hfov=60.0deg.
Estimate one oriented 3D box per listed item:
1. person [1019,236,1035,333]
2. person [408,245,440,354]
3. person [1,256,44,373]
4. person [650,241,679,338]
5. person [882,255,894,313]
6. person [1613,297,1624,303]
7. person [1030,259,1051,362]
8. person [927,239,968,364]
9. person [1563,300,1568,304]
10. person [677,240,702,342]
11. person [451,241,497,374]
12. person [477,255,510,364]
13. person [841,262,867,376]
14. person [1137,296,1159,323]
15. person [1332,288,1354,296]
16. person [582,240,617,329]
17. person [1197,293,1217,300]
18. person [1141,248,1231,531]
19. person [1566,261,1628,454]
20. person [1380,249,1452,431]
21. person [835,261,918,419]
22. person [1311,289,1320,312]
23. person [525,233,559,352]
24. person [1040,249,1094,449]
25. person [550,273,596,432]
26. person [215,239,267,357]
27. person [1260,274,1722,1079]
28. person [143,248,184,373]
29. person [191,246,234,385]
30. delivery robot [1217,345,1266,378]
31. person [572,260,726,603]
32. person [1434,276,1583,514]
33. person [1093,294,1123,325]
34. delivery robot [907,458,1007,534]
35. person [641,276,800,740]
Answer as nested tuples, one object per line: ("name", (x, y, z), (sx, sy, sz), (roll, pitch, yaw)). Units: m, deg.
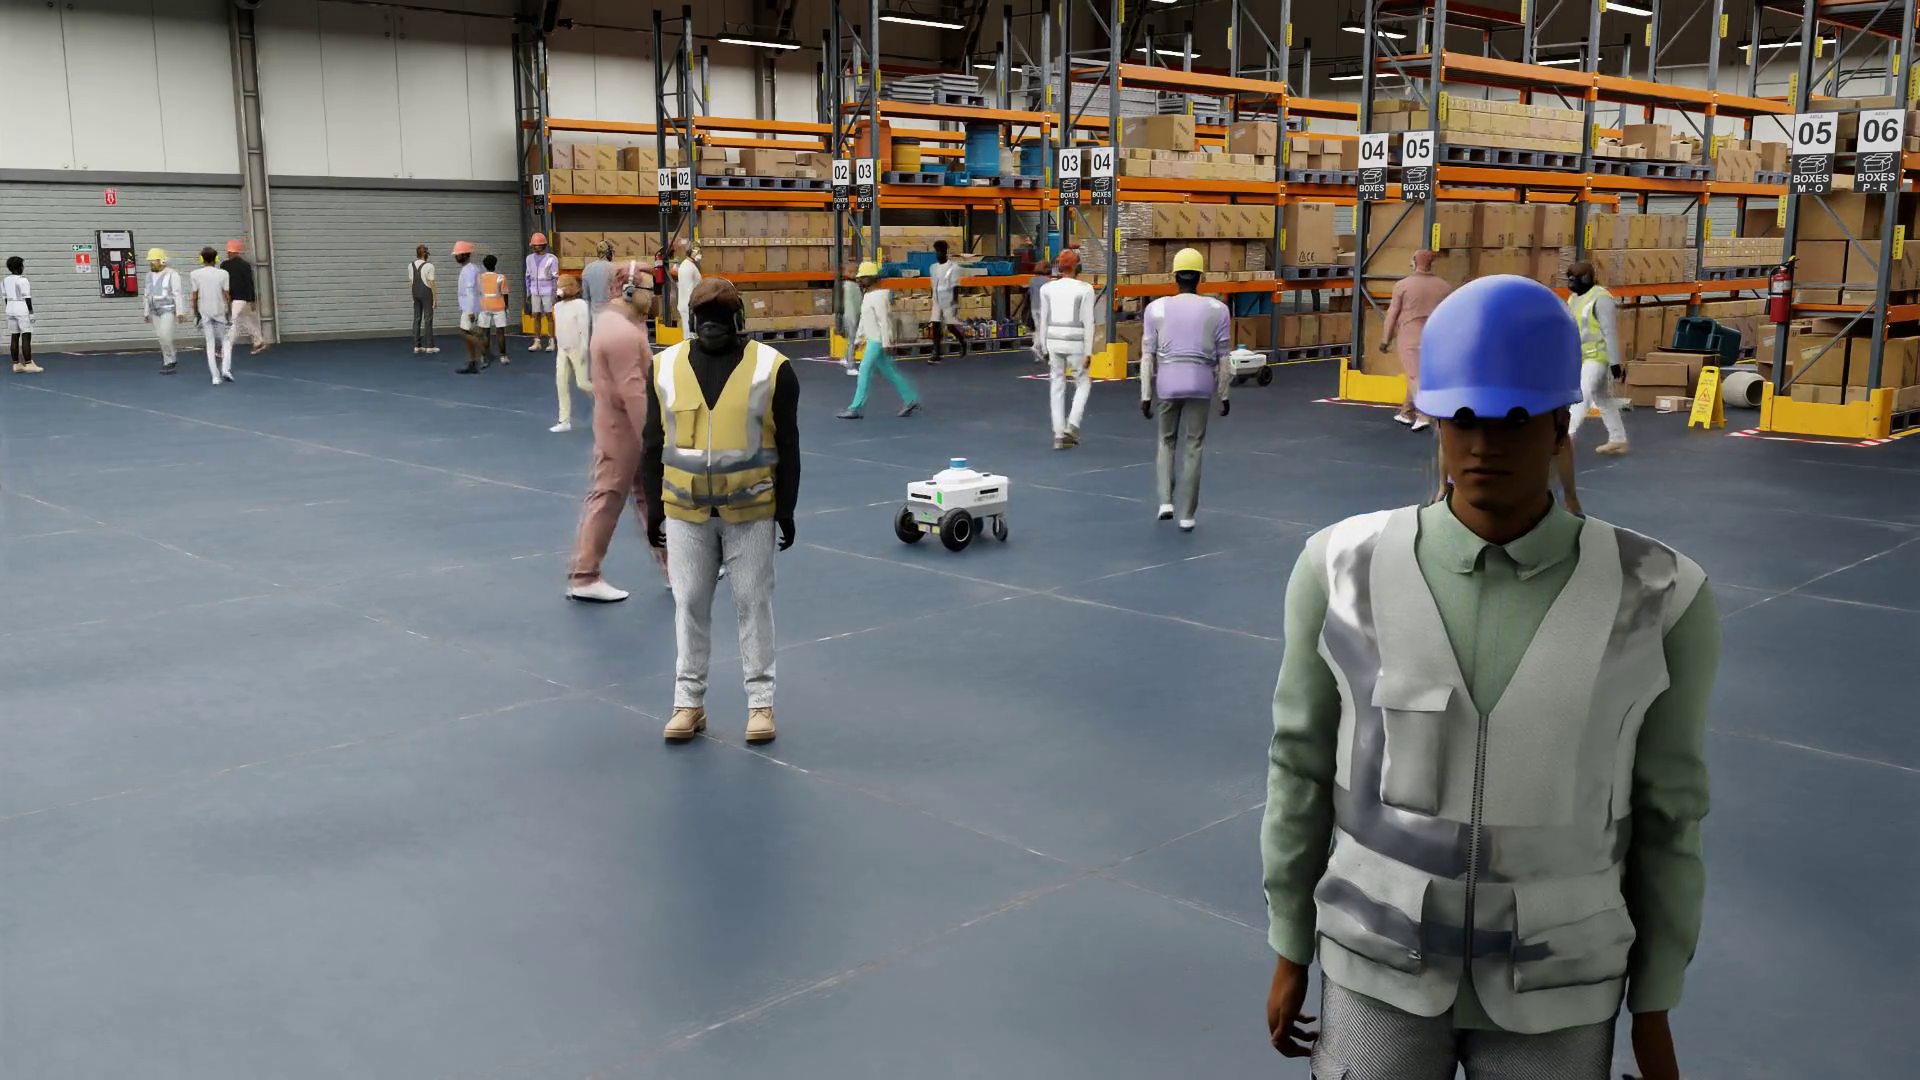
("person", (1.492, -5.300, 34.487), (0.642, 1.978, 0.431), (10, 14, 44))
("person", (-9.186, -4.127, 28.493), (0.502, 1.839, 0.331), (3, 11, 16))
("person", (-13.782, -3.306, 24.393), (0.535, 1.699, 0.318), (4, 11, 23))
("person", (-5.573, -4.820, 32.140), (0.564, 1.885, 0.988), (7, 13, 34))
("person", (-1.394, -4.451, 30.792), (0.315, 1.641, 0.514), (-9, 13, -39))
("person", (11.953, -4.548, 30.673), (0.580, 1.881, 0.372), (6, 12, 28))
("person", (1.270, -3.644, 26.446), (0.405, 1.622, 0.513), (-9, 14, -41))
("person", (-0.206, -3.755, 26.180), (0.618, 1.945, 0.788), (8, 13, 36))
("person", (11.501, -4.680, 31.295), (0.543, 1.914, 0.582), (9, 14, 40))
("person", (-3.611, -3.052, 22.362), (0.371, 1.935, 0.627), (-2, 11, -9))
("person", (-7.136, -3.386, 24.238), (0.485, 1.923, 0.545), (-3, 11, -18))
("person", (-7.286, -3.584, 25.911), (0.540, 1.695, 0.317), (-1, 10, -5))
("person", (-1.495, -3.174, 23.879), (0.348, 1.620, 0.508), (3, 11, 14))
("person", (3.870, -5.124, 33.943), (0.600, 1.827, 0.403), (6, 12, 28))
("person", (7.927, -5.270, 34.287), (0.378, 1.996, 0.611), (-10, 14, -43))
("person", (-4.576, -2.902, 21.527), (0.635, 1.938, 0.359), (5, 12, 25))
("person", (4.565, -4.405, 30.610), (0.542, 1.622, 0.515), (-8, 13, -37))
("person", (1.551, -1.031, 11.421), (0.600, 1.909, 0.566), (2, 11, 13))
("person", (5.760, -1.650, 15.191), (0.927, 1.774, 0.649), (-1, 10, -3))
("person", (4.741, -2.079, 17.268), (0.637, 1.863, 0.993), (-3, 11, -15))
("person", (-0.891, -2.204, 18.336), (0.949, 1.720, 0.530), (-3, 11, -15))
("person", (8.848, -6.533, 41.390), (0.371, 1.916, 0.597), (4, 11, 22))
("person", (-7.233, -4.273, 28.748), (0.605, 2.035, 0.392), (2, 11, 12))
("person", (1.022, -1.802, 15.715), (0.575, 1.870, 0.409), (5, 12, 26))
("person", (-3.962, -1.948, 17.211), (0.497, 1.616, 0.663), (6, 12, 32))
("person", (-12.067, -4.056, 27.845), (0.635, 1.937, 1.048), (6, 12, 30))
("person", (0.730, 0.604, 2.386), (0.605, 1.948, 0.391), (3, 11, 18))
("person", (-11.636, -3.332, 24.205), (0.616, 1.811, 0.496), (4, 11, 21))
("person", (-10.113, -3.038, 22.508), (0.508, 1.853, 0.500), (-3, 11, -16))
("delivery robot", (3.782, -2.381, 22.329), (0.707, 0.478, 0.477), (-8, 13, -39))
("person", (-1.752, -0.588, 9.118), (0.853, 1.861, 0.661), (-2, 11, -9))
("person", (2.455, -0.231, 7.261), (0.753, 1.818, 0.585), (-5, 12, -26))
("person", (2.389, -3.841, 27.008), (0.645, 1.805, 0.867), (9, 14, 41))
("delivery robot", (-0.012, -0.297, 10.963), (0.477, 0.478, 0.707), (10, 14, 42))
("person", (-0.954, -0.117, 6.611), (0.633, 1.841, 0.429), (1, 10, 3))
